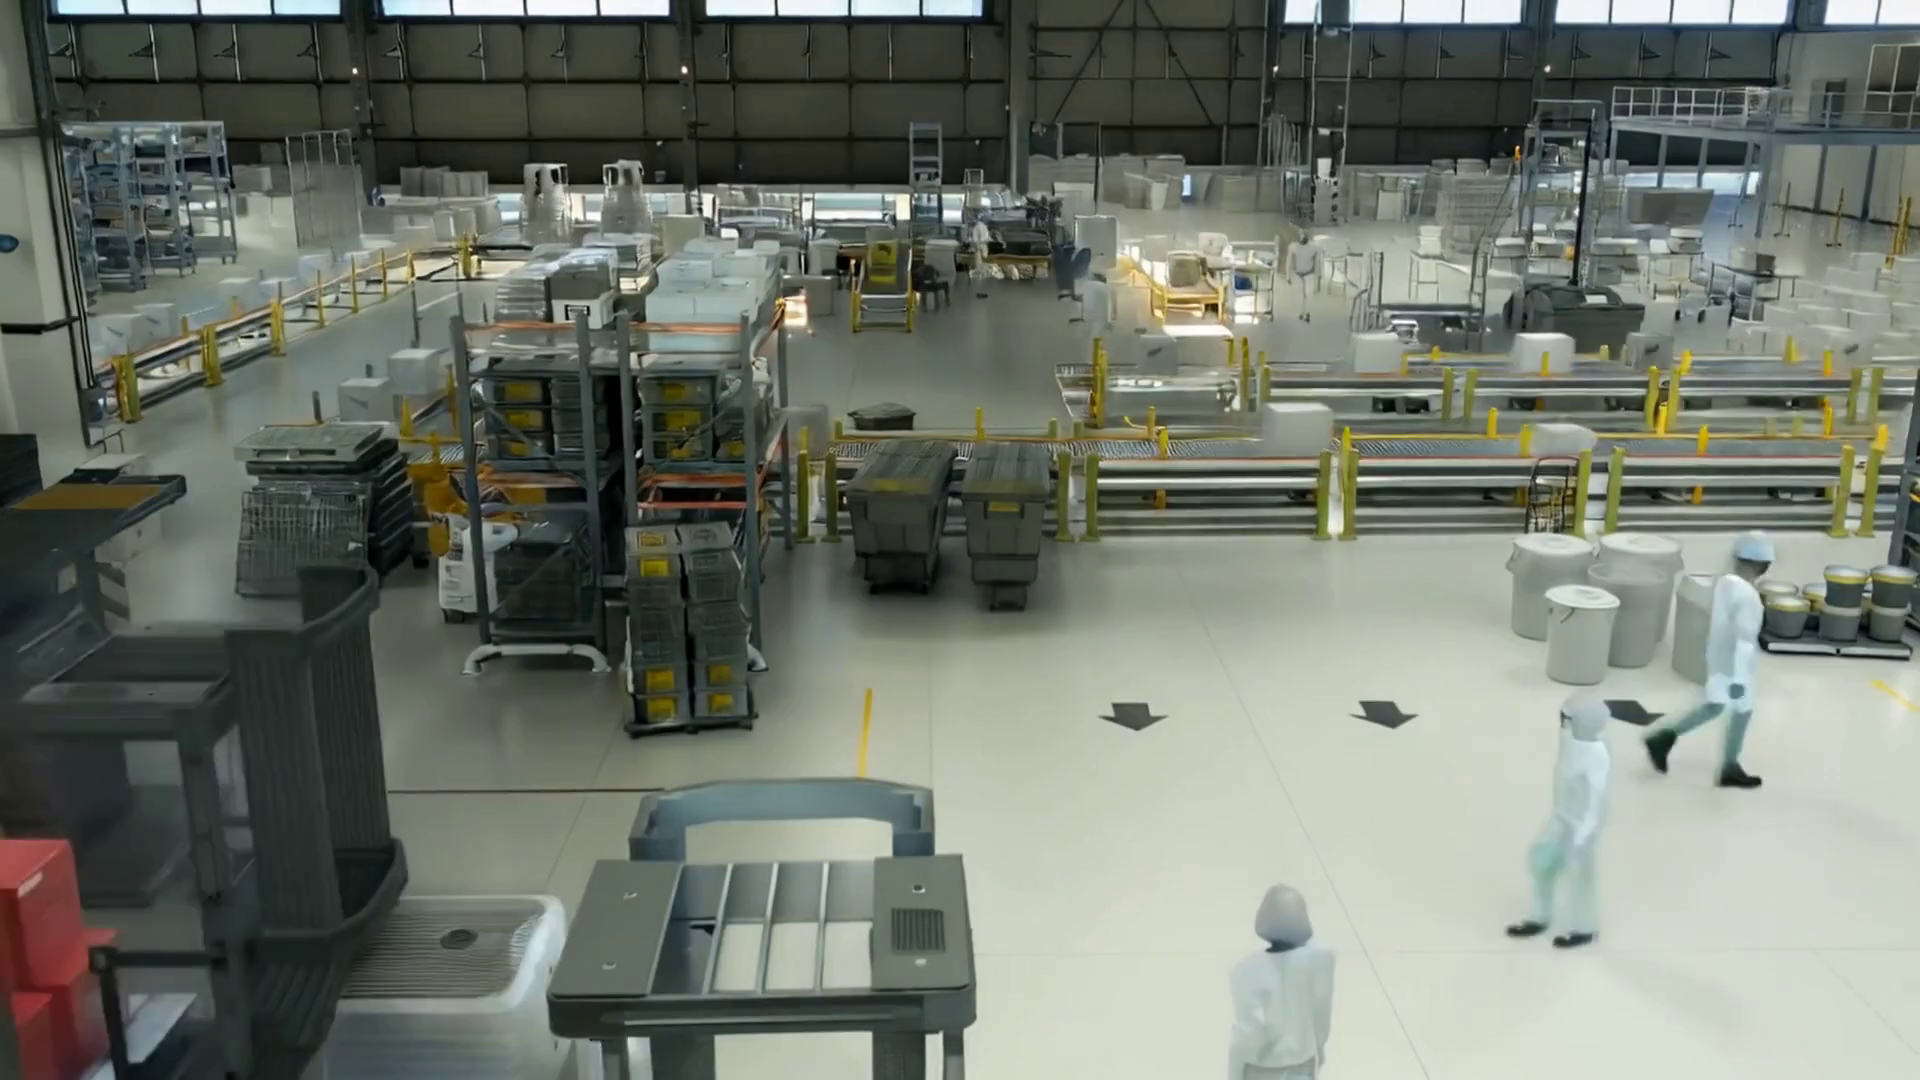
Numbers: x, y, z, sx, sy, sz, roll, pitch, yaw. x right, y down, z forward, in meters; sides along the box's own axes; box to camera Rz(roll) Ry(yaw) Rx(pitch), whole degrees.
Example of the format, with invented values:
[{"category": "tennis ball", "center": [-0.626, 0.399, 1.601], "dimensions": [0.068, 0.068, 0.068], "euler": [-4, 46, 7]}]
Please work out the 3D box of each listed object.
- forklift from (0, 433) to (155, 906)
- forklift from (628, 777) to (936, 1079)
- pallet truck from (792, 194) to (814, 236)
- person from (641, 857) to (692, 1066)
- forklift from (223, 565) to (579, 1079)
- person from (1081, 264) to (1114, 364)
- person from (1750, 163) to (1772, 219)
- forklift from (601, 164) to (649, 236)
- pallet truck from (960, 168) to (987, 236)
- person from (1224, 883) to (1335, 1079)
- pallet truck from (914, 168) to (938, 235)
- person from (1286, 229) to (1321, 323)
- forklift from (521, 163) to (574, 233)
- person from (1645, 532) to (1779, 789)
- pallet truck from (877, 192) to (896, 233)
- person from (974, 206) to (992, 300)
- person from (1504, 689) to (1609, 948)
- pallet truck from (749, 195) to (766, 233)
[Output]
[{"category": "forklift", "center": [-5.952, 0.780, 10.366], "dimensions": [1.873, 2.768, 1.129], "euler": [0, 16, -1]}, {"category": "forklift", "center": [-0.542, 2.165, 5.552], "dimensions": [1.129, 2.768, 1.873], "euler": [-1, 16, -2]}, {"category": "pallet truck", "center": [-4.814, -9.883, 50.259], "dimensions": [0.704, 1.261, 1.522], "euler": [-1, 16, -3]}, {"category": "person", "center": [-1.317, 2.217, 7.374], "dimensions": [0.531, 1.751, 0.540], "euler": [-1, 16, -5]}, {"category": "forklift", "center": [-2.863, 1.563, 7.643], "dimensions": [1.873, 2.768, 1.129], "euler": [0, 16, -1]}, {"category": "person", "center": [2.333, -3.778, 28.146], "dimensions": [0.592, 1.798, 0.805], "euler": [8, 18, 26]}, {"category": "person", "center": [26.559, -11.575, 55.209], "dimensions": [0.538, 1.819, 0.751], "euler": [2, 16, 8]}, {"category": "forklift", "center": [-9.948, -10.127, 49.296], "dimensions": [1.157, 1.987, 2.680], "euler": [-1, 16, -3]}, {"category": "pallet truck", "center": [0.383, -10.230, 50.206], "dimensions": [0.823, 1.965, 1.885], "euler": [-1, 16, -3]}, {"category": "person", "center": [1.404, 2.283, 7.362], "dimensions": [0.507, 1.632, 0.275], "euler": [-6, 17, -20]}, {"category": "pallet truck", "center": [-0.989, -10.316, 50.507], "dimensions": [0.823, 1.965, 1.885], "euler": [1, 16, 3]}, {"category": "person", "center": [6.862, -5.279, 33.265], "dimensions": [0.665, 1.846, 1.023], "euler": [3, 16, 12]}, {"category": "forklift", "center": [-12.233, -10.122, 49.298], "dimensions": [1.157, 1.987, 2.680], "euler": [0, 16, -1]}, {"category": "person", "center": [5.396, 0.861, 11.819], "dimensions": [0.725, 1.914, 0.549], "euler": [0, 16, 0]}, {"category": "pallet truck", "center": [-2.277, -9.986, 50.594], "dimensions": [0.653, 1.274, 1.630], "euler": [0, 16, -1]}, {"category": "person", "center": [0.500, -6.281, 36.405], "dimensions": [0.394, 2.040, 0.609], "euler": [2, 16, 6]}, {"category": "person", "center": [3.485, 1.632, 9.641], "dimensions": [0.611, 1.608, 0.538], "euler": [-3, 16, -9]}, {"category": "pallet truck", "center": [-6.051, -9.967, 50.660], "dimensions": [0.680, 1.201, 1.601], "euler": [0, 16, -1]}]
